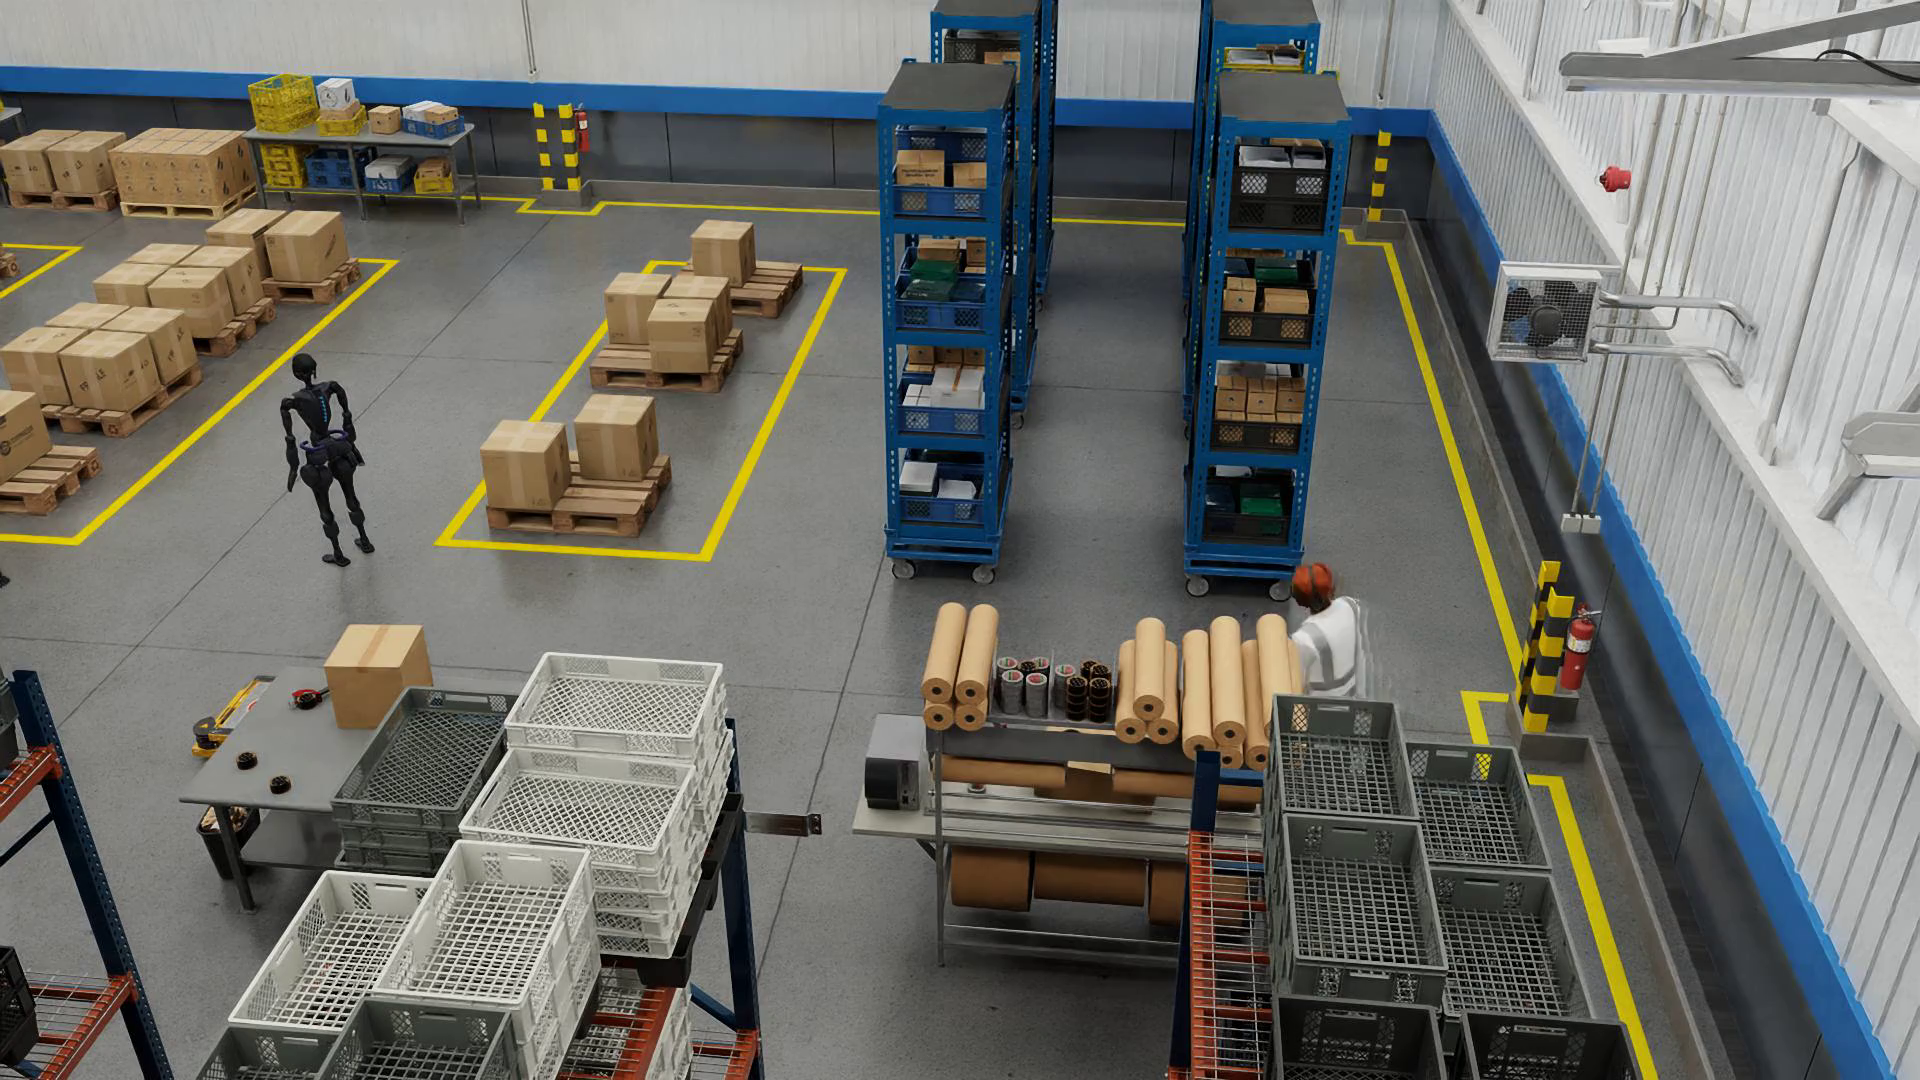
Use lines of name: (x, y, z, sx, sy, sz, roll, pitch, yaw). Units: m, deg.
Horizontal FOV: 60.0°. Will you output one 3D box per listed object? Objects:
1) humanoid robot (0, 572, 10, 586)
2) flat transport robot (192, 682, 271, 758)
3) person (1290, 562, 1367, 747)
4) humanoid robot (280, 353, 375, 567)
humanoid robot: (-7.254, -0.378, 11.911, 0.381, 1.645, 0.704, 19, 35, 29)
flat transport robot: (-4.089, 1.163, 10.648, 1.431, 0.197, 0.652, 3, 30, 6)
person: (2.064, 0.955, 9.458, 0.508, 1.849, 0.594, 21, 36, 32)
humanoid robot: (-4.698, -0.605, 12.299, 0.318, 1.657, 0.612, 21, 36, 31)
